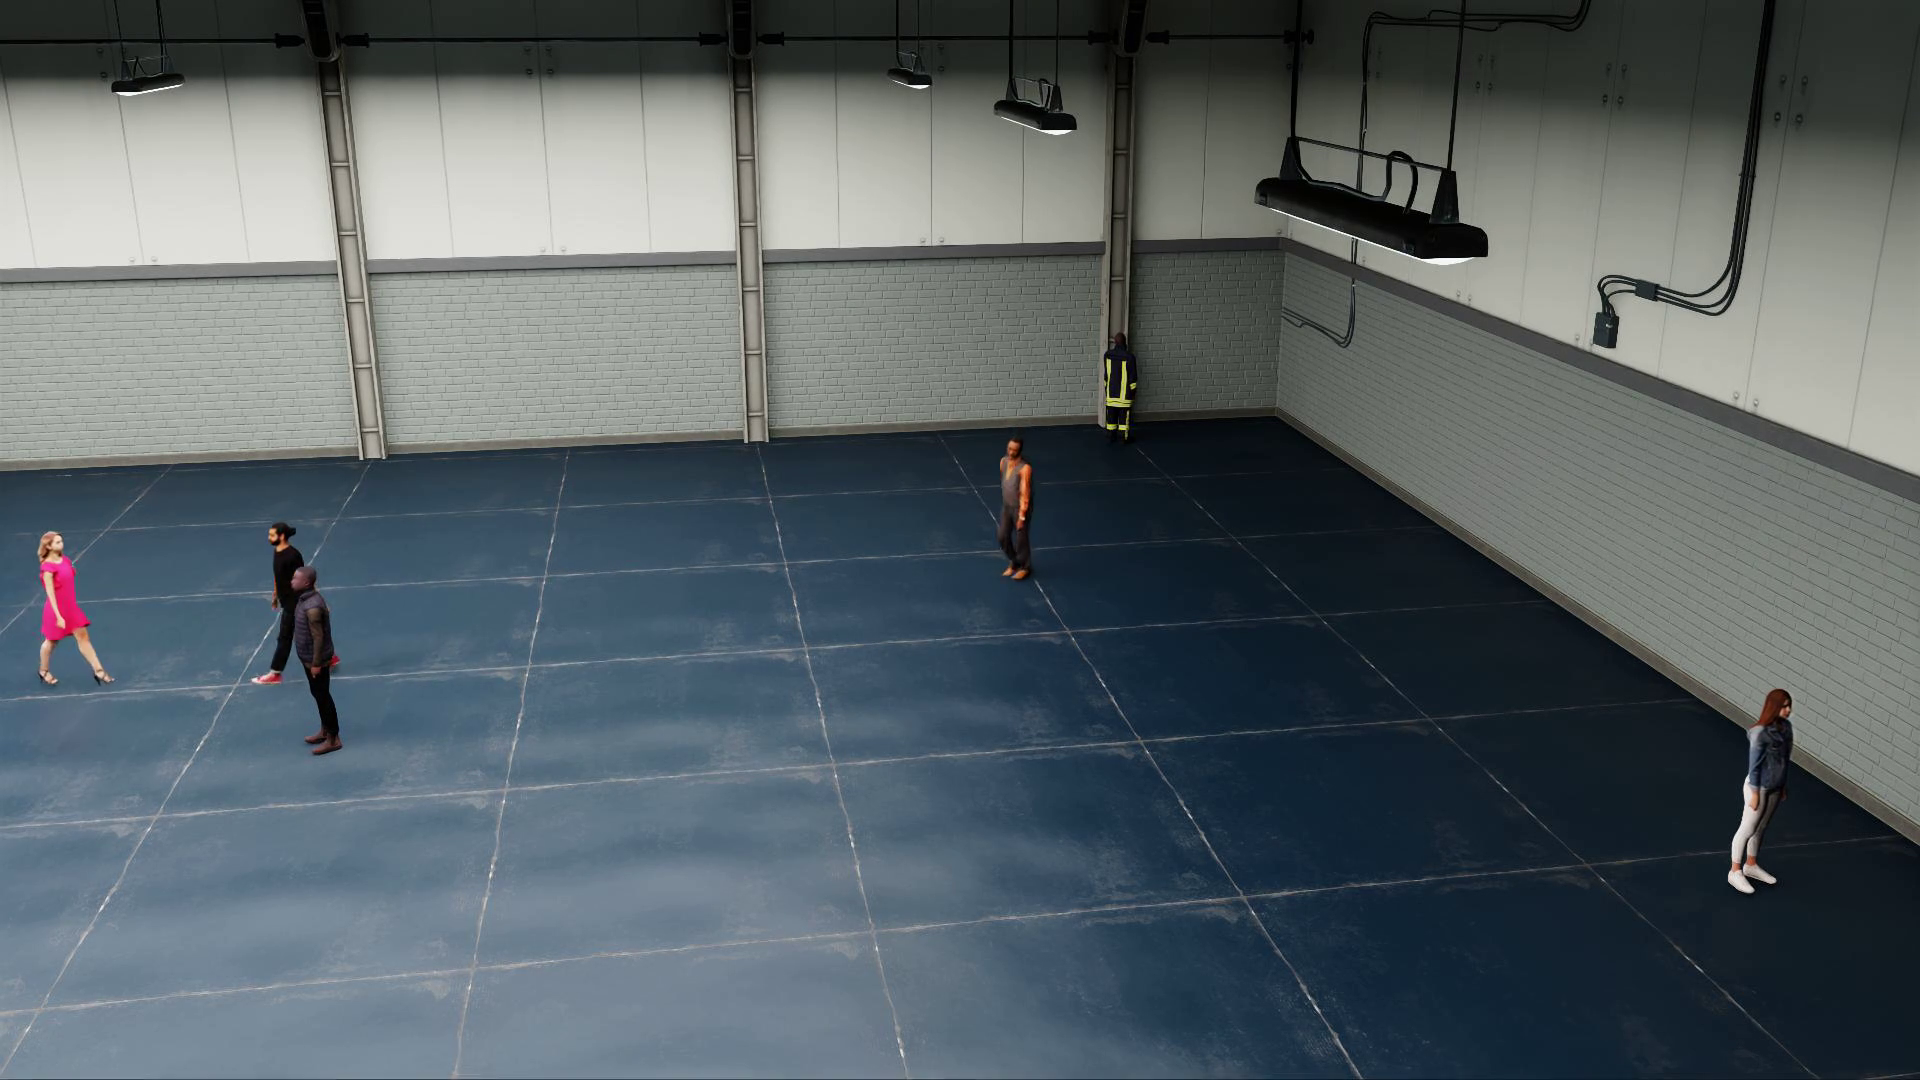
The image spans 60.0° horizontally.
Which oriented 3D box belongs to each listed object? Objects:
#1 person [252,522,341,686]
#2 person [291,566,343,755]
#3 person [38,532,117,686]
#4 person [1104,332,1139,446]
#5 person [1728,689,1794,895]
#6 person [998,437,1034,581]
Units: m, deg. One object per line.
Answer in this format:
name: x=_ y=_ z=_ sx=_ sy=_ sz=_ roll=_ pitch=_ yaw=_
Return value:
person: x=-6.903 y=0.651 z=17.437 sx=1.249 sy=1.710 sz=0.994 roll=-13 pitch=22 yaw=-34
person: x=-6.121 y=1.117 z=15.803 sx=0.716 sy=1.836 sz=0.768 roll=-11 pitch=21 yaw=-30
person: x=-9.364 y=0.752 z=17.183 sx=1.122 sy=1.675 sz=0.780 roll=2 pitch=18 yaw=6
person: x=2.581 y=-2.461 z=26.816 sx=0.851 sy=1.820 sz=0.920 roll=11 pitch=21 yaw=31
person: x=6.443 y=1.982 z=13.360 sx=0.594 sy=1.703 sz=0.739 roll=-11 pitch=21 yaw=-31
person: x=0.718 y=-0.389 z=20.377 sx=0.938 sy=1.866 sz=0.888 roll=-11 pitch=21 yaw=-30
